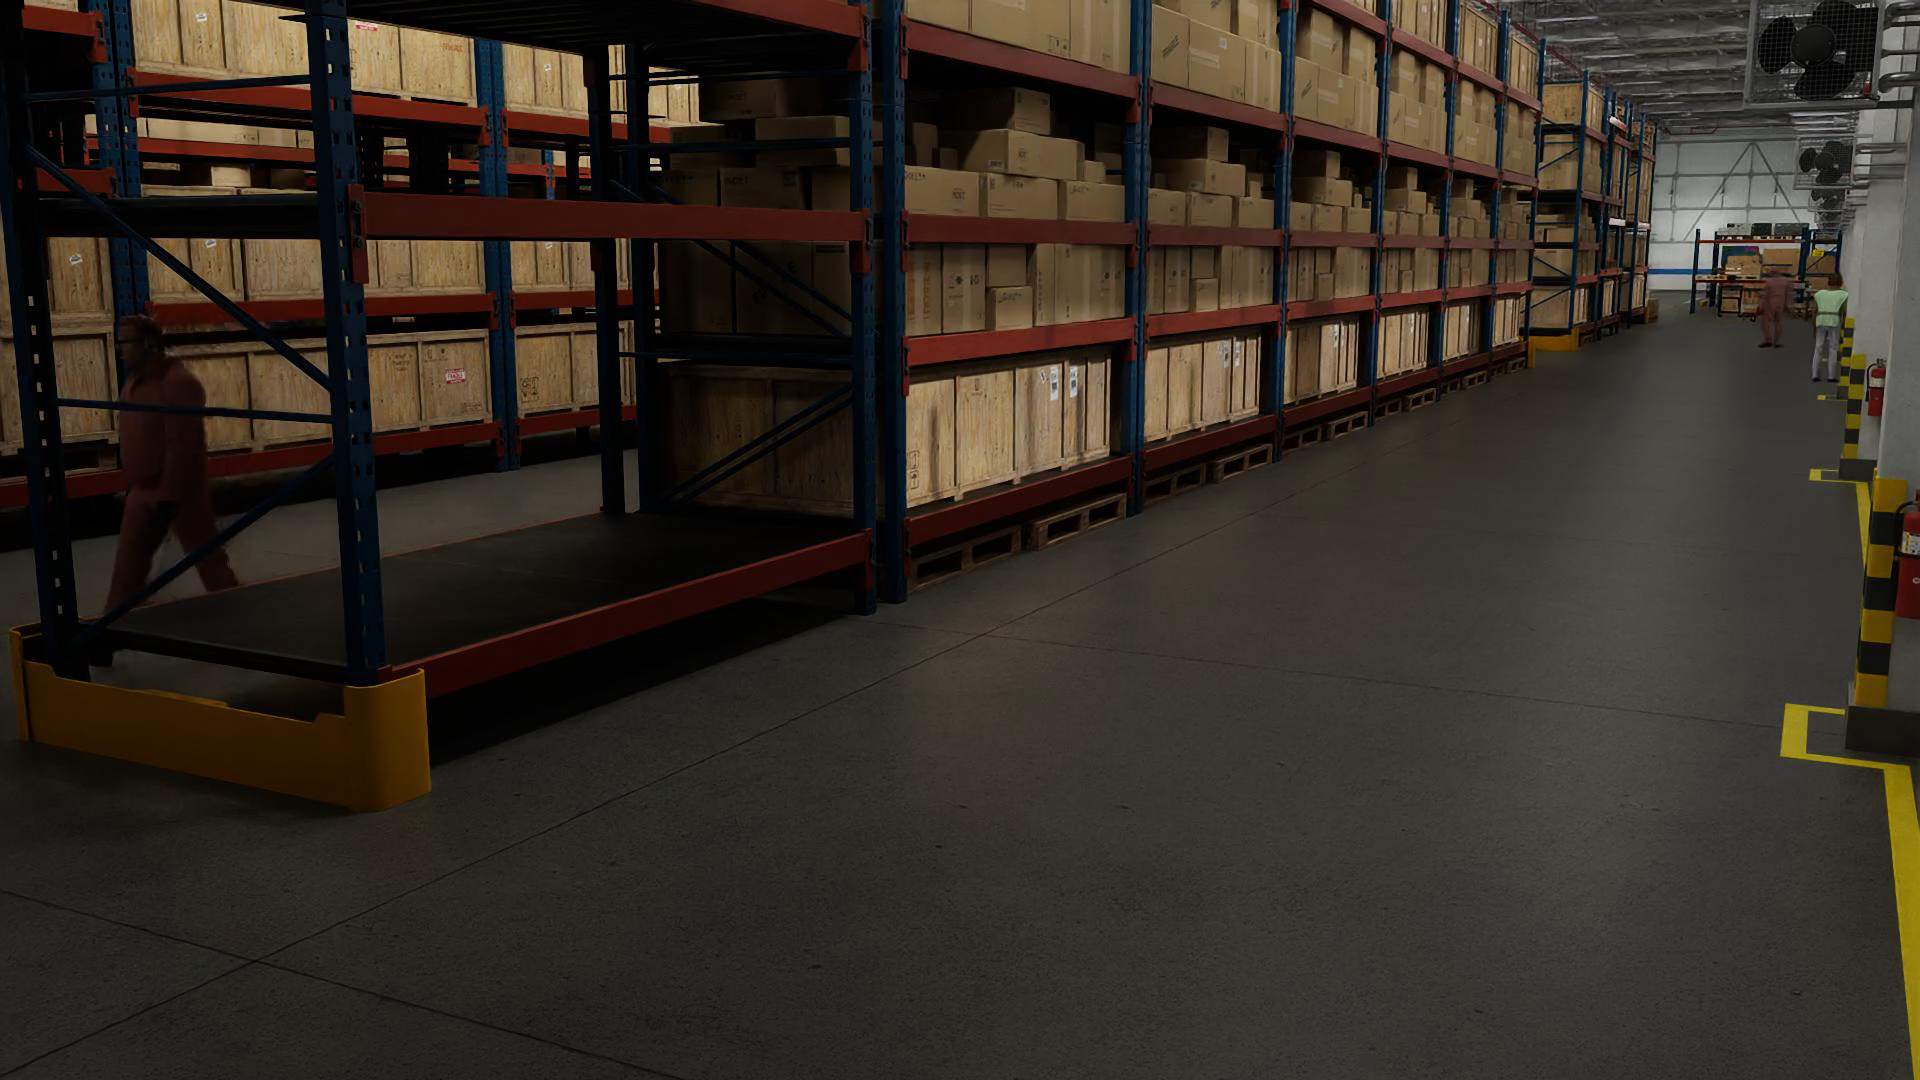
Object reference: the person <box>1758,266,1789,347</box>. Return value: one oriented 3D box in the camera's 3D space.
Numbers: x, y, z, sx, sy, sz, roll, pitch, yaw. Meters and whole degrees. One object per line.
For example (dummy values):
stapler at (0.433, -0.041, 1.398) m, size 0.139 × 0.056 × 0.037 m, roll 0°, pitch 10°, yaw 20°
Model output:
person at (18.762, -5.369, 38.372) m, size 0.731 × 1.873 × 0.395 m, roll -2°, pitch 10°, yaw -9°

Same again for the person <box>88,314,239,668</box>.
person at (-4.227, -0.239, 8.704) m, size 0.666 × 1.856 × 0.994 m, roll 6°, pitch 12°, yaw 33°

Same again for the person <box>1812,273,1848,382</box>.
person at (14.671, -3.572, 28.063) m, size 0.560 × 1.837 × 0.390 m, roll 9°, pitch 13°, yaw 42°

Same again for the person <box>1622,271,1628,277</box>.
person at (21.696, -8.192, 54.658) m, size 0.558 × 1.890 × 0.977 m, roll -9°, pitch 13°, yaw -41°

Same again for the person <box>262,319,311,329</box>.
person at (-7.752, -2.102, 19.317) m, size 0.636 × 1.916 × 0.755 m, roll 4°, pitch 10°, yaw 21°
